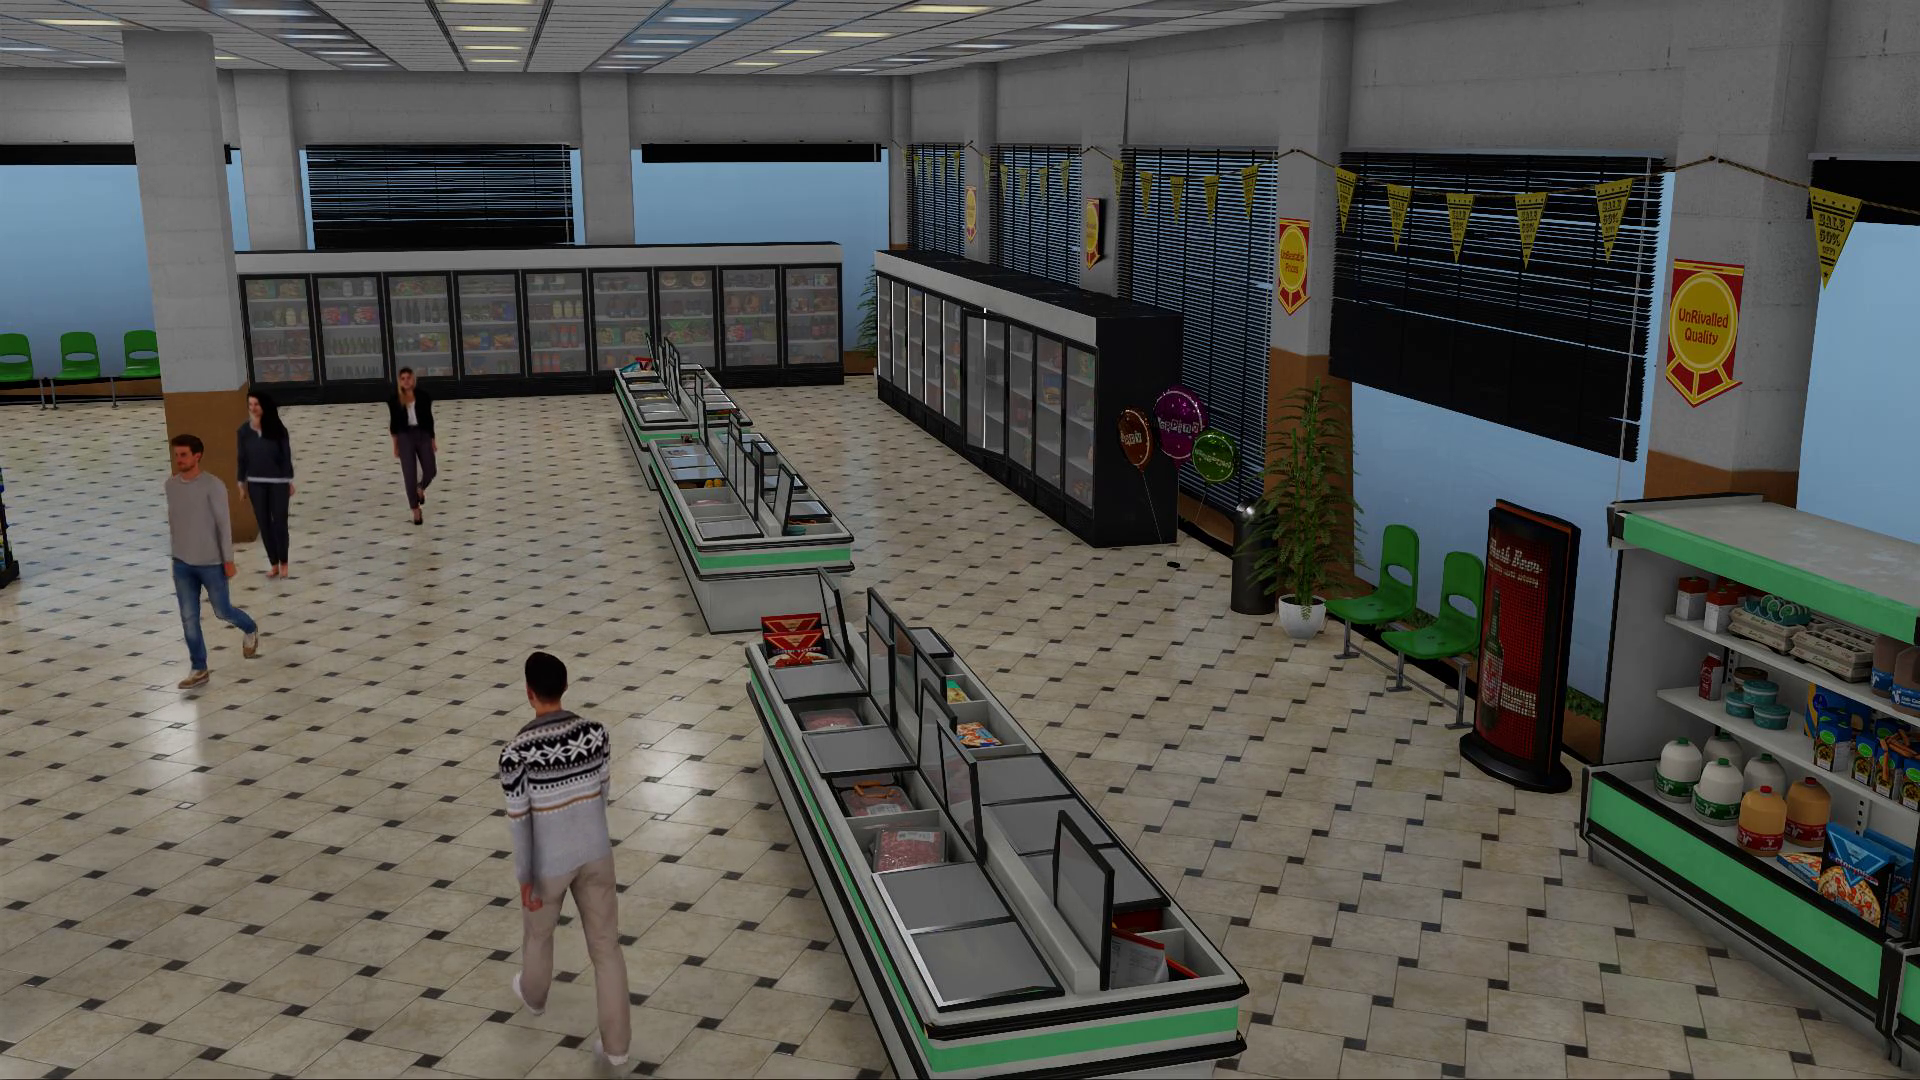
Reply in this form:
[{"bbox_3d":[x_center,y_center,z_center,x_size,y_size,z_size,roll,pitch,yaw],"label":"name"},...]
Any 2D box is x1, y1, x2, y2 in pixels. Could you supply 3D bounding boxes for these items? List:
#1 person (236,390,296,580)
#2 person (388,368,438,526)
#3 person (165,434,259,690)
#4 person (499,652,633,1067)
[{"bbox_3d":[-6.395,-0.524,15.426,0.669,1.756,0.673,-2,14,-7],"label":"person"},{"bbox_3d":[-5.781,-1.004,17.606,0.685,1.660,0.814,-6,15,-25],"label":"person"},{"bbox_3d":[-5.628,0.135,12.438,0.954,1.884,1.177,3,14,10],"label":"person"},{"bbox_3d":[-1.670,1.431,7.257,0.935,1.806,1.293,-9,16,-32],"label":"person"}]
